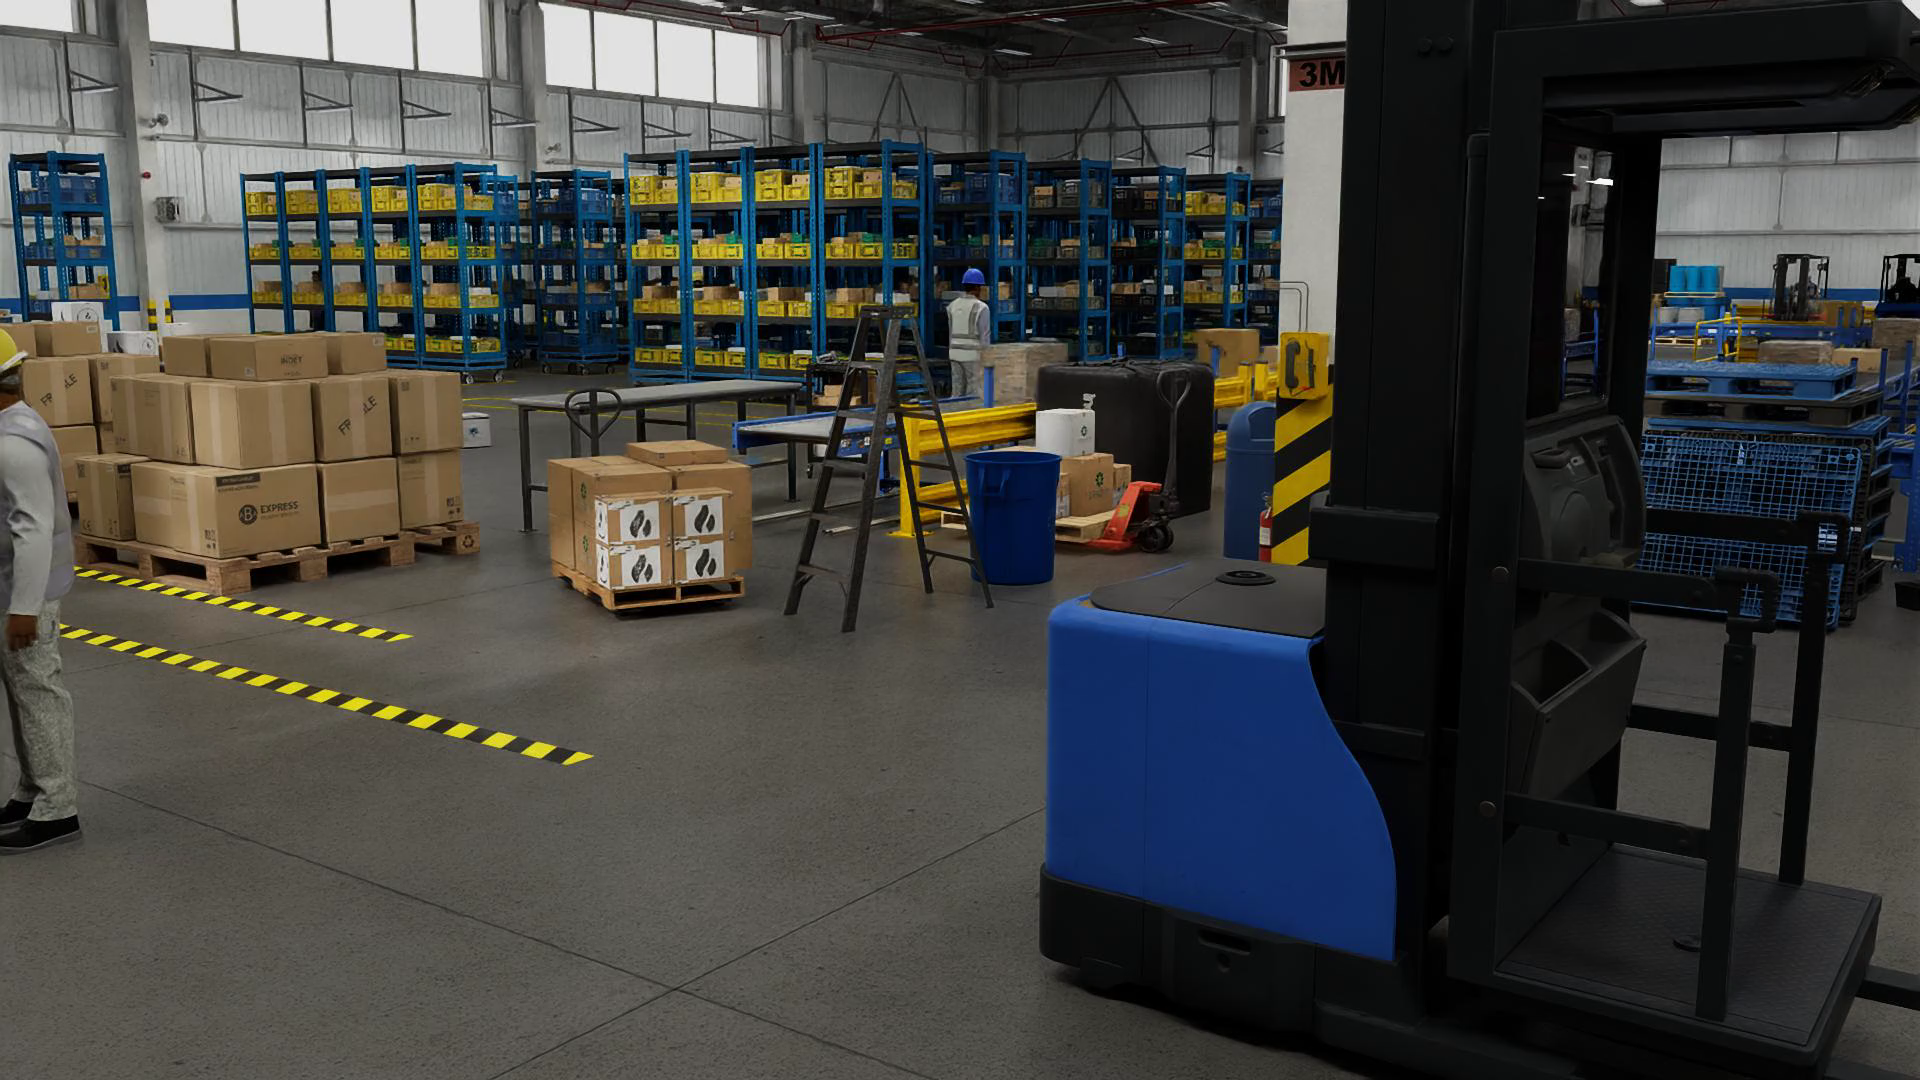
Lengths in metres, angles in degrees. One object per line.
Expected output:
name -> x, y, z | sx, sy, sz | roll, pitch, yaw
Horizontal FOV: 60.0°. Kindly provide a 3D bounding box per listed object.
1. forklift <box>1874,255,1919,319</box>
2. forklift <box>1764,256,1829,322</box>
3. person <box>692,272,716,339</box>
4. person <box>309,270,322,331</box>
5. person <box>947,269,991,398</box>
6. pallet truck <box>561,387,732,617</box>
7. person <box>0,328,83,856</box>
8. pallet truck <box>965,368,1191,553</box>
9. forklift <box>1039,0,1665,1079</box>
forklift -> 22.089, -5.634, 38.796 | 1.157, 1.987, 2.680 | 6, 11, 33
forklift -> 20.253, -5.854, 40.139 | 1.157, 1.987, 2.680 | 7, 12, 35
person -> -4.609, -3.820, 29.409 | 0.592, 1.833, 0.404 | -3, 10, -18
person -> -12.105, -4.191, 31.576 | 0.574, 1.843, 0.374 | 4, 10, 21
person -> 0.116, -2.015, 18.364 | 0.601, 1.940, 0.417 | 9, 13, 42
pallet truck -> -1.981, -0.274, 10.088 | 0.680, 1.201, 1.601 | -5, 11, -28
person -> -3.271, 0.161, 5.722 | 0.404, 1.826, 0.587 | -7, 12, -34
pallet truck -> 0.845, -0.609, 11.869 | 1.630, 1.274, 0.653 | 7, 12, 35
forklift -> 1.249, -0.137, 4.360 | 1.873, 2.768, 1.129 | 7, 12, 35
